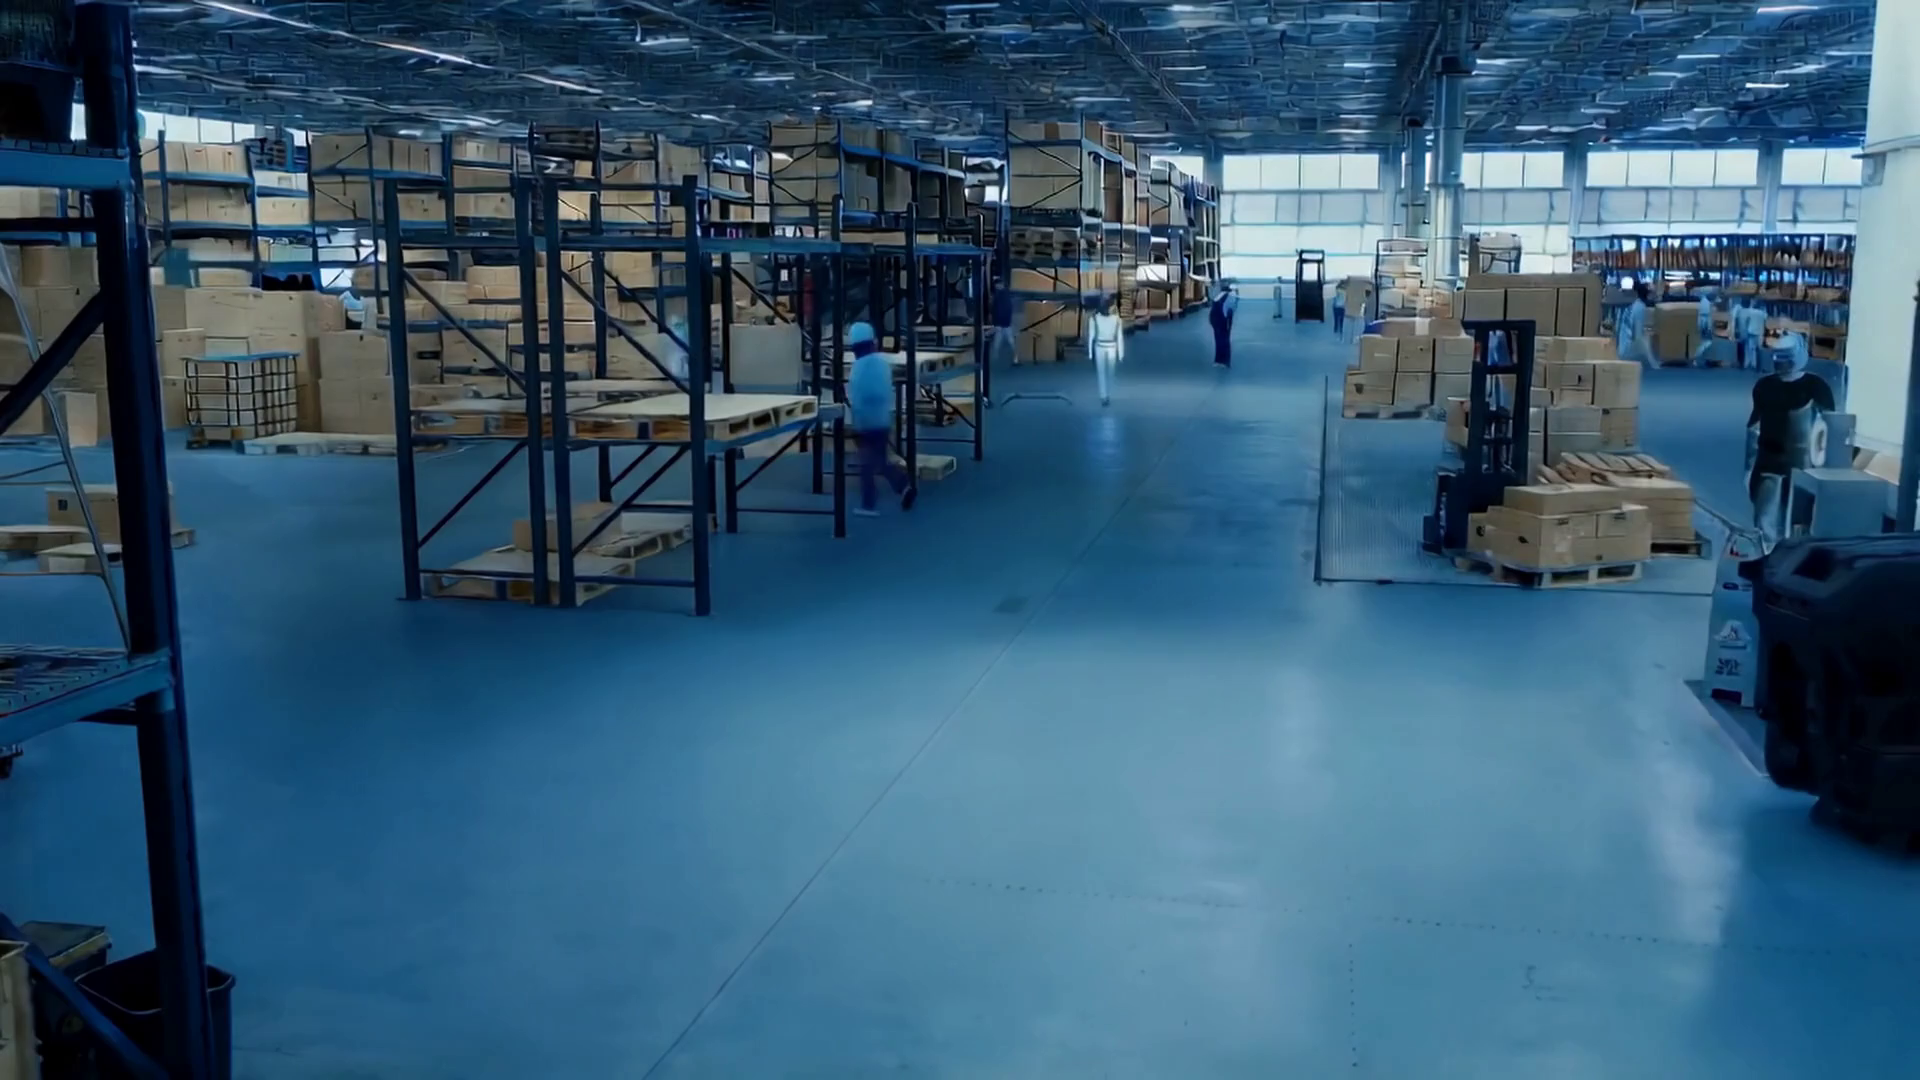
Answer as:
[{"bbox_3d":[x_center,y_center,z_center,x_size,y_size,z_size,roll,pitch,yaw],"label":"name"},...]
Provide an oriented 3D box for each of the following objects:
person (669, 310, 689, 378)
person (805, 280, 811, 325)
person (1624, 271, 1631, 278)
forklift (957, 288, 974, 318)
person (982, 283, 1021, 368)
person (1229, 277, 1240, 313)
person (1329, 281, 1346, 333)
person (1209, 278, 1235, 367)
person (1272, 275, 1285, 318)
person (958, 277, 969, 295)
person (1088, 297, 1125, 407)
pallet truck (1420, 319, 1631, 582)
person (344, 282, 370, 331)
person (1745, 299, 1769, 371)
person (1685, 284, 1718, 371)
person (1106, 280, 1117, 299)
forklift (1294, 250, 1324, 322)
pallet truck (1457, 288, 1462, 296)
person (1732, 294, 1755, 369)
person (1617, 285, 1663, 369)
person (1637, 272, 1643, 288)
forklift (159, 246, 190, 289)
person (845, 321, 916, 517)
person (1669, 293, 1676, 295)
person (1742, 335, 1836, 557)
[{"bbox_3d":[-4.621,-3.034,27.888,0.527,1.628,0.418,5,11,25],"label":"person"},{"bbox_3d":[-5.613,-8.880,62.288,0.539,1.695,0.318,-3,10,-19],"label":"person"},{"bbox_3d":[32.296,-12.061,80.440,0.443,1.927,0.648,7,12,37],"label":"person"},{"bbox_3d":[-0.353,-9.582,62.947,1.873,2.768,1.129,2,10,11],"label":"forklift"},{"bbox_3d":[0.930,-4.885,37.909,1.081,1.933,0.634,-3,10,-20],"label":"person"},{"bbox_3d":[12.546,-11.225,76.298,0.540,1.664,0.837,-3,10,-18],"label":"person"},{"bbox_3d":[12.648,-7.787,55.694,0.539,1.739,0.697,2,10,14],"label":"person"},{"bbox_3d":[6.007,-5.007,38.338,0.536,2.000,0.683,-3,10,-17],"label":"person"},{"bbox_3d":[13.435,-10.279,70.217,0.403,1.825,0.591,-6,12,-34],"label":"person"},{"bbox_3d":[0.085,-10.731,73.022,0.585,1.790,0.944,1,10,6],"label":"person"},{"bbox_3d":[2.495,-3.155,27.982,0.595,1.834,0.958,-2,10,-10],"label":"person"},{"bbox_3d":[4.543,-0.757,13.299,0.823,1.965,1.885,-4,10,-22],"label":"pallet truck"},{"bbox_3d":[-14.990,-5.453,41.385,0.590,1.910,0.389,-7,12,-36],"label":"person"},{"bbox_3d":[17.722,-4.569,37.029,0.526,1.586,0.809,9,13,41],"label":"person"},{"bbox_3d":[16.496,-4.707,36.902,0.487,1.922,0.577,4,10,24],"label":"person"},{"bbox_3d":[6.476,-10.487,71.092,0.552,1.935,0.374,-4,10,-22],"label":"person"},{"bbox_3d":[13.778,-10.002,65.433,1.129,2.768,1.873,2,10,12],"label":"forklift"},{"bbox_3d":[20.506,-9.785,68.819,0.653,1.274,1.630,2,10,12],"label":"pallet truck"},{"bbox_3d":[17.709,-4.690,37.475,0.319,1.695,0.538,-5,11,-26],"label":"person"},{"bbox_3d":[15.317,-4.795,37.476,1.033,1.908,0.616,2,10,14],"label":"person"},{"bbox_3d":[36.257,-13.356,88.536,0.647,1.791,0.959,-8,12,-39],"label":"person"},{"bbox_3d":[-20.757,-6.398,44.094,1.129,2.768,1.873,8,13,40],"label":"forklift"},{"bbox_3d":[-0.783,-1.129,15.827,0.623,1.893,0.590,6,11,33],"label":"person"},{"bbox_3d":[34.619,-12.042,80.609,0.404,1.832,0.599,-4,11,-25],"label":"person"},{"bbox_3d":[5.951,-0.508,12.020,0.371,1.934,0.627,-5,11,-29],"label":"person"}]
